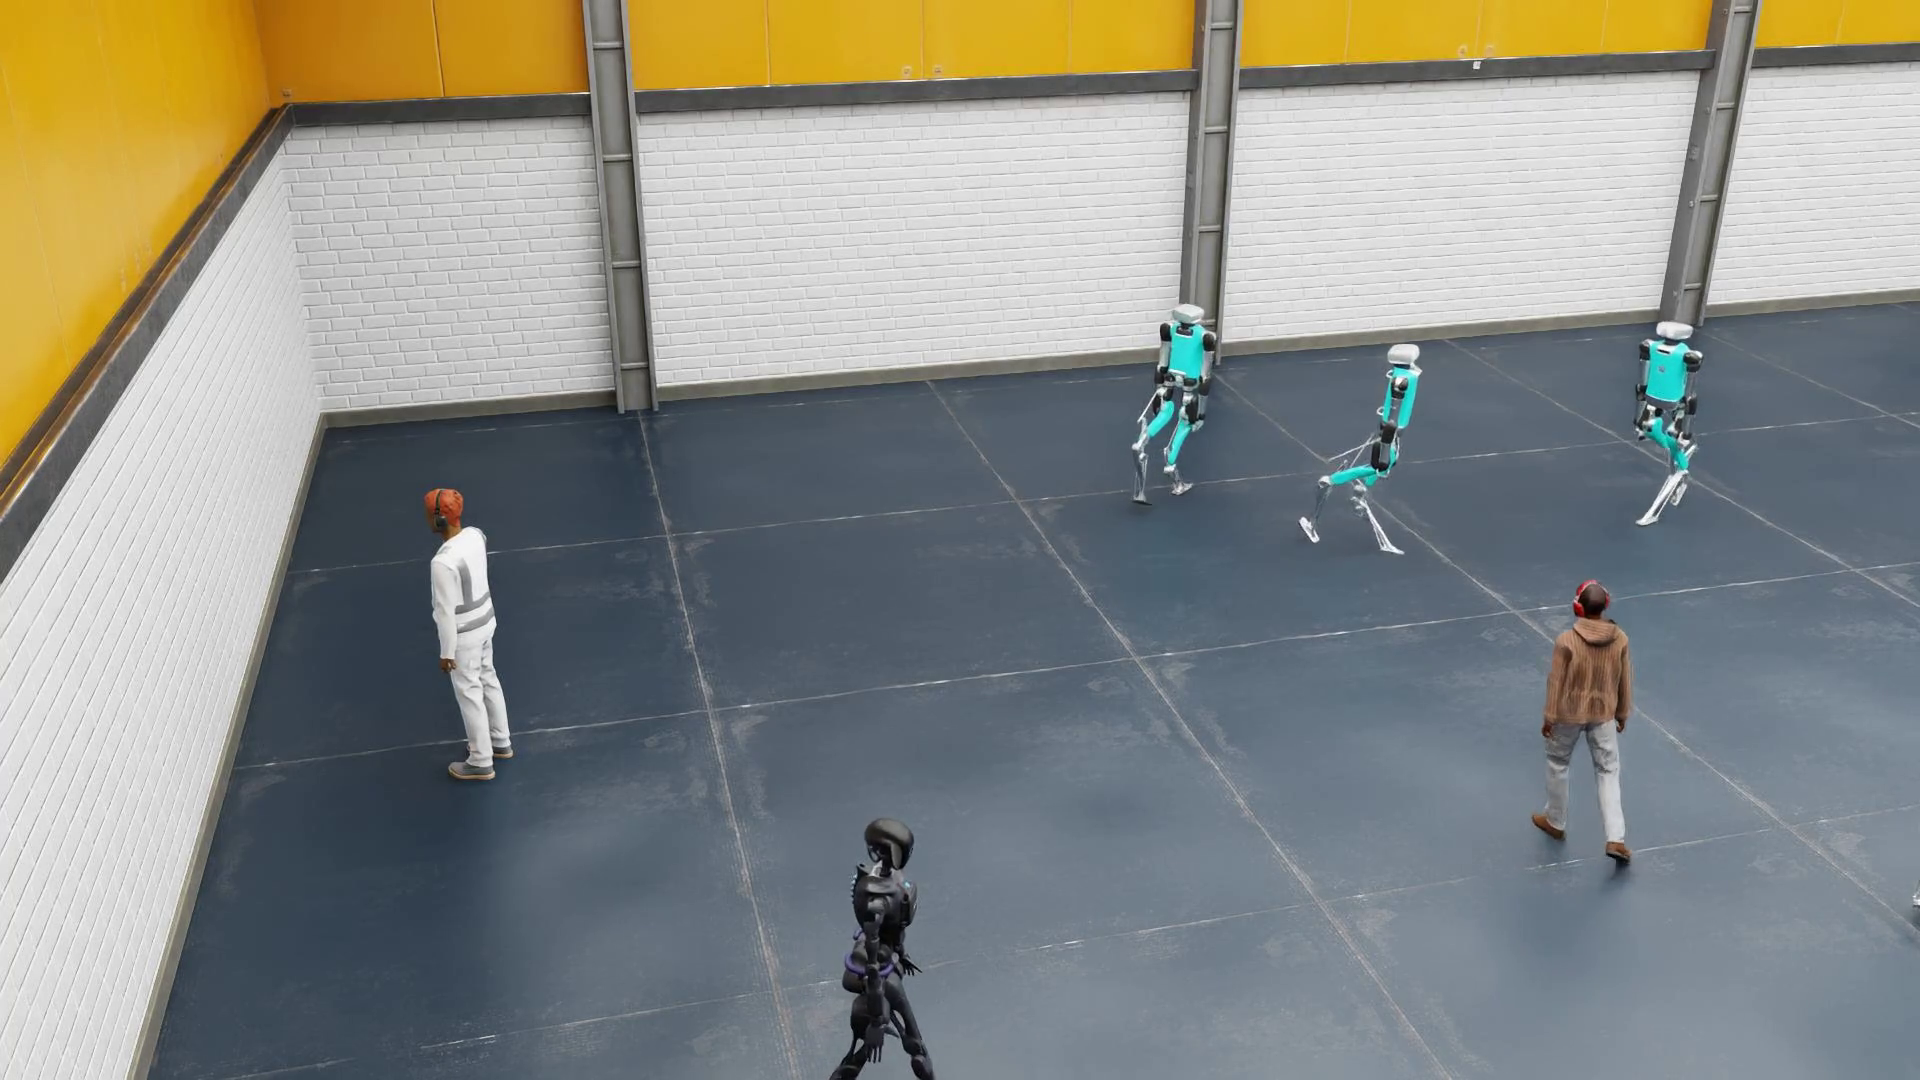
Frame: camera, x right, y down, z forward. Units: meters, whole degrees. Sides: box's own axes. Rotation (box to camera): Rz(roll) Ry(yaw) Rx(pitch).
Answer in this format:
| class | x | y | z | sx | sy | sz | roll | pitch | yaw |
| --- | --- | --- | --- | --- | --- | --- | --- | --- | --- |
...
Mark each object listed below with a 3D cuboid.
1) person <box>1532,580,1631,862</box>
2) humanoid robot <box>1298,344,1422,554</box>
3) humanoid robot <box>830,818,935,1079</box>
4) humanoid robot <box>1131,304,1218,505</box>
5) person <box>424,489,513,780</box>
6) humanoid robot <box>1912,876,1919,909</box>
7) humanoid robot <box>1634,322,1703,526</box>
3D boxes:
| class | x | y | z | sx | sy | sz | roll | pitch | yaw |
| --- | --- | --- | --- | --- | --- | --- | --- | --- | --- |
| person | 3.531 | 1.040 | 9.316 | 0.492 | 1.625 | 0.589 | -1 | 24 | -1 |
| humanoid robot | 3.119 | -0.732 | 13.247 | 0.985 | 1.775 | 0.532 | 10 | 26 | 22 |
| humanoid robot | -0.337 | 1.928 | 7.302 | 0.810 | 1.618 | 0.613 | 3 | 24 | 7 |
| humanoid robot | 1.718 | -1.045 | 13.981 | 0.536 | 1.768 | 1.030 | 17 | 29 | 34 |
| person | -2.996 | 0.566 | 10.087 | 0.352 | 1.878 | 0.565 | 2 | 24 | 5 |
| humanoid robot | 5.413 | 1.249 | 8.768 | 1.034 | 1.774 | 0.539 | -20 | 31 | -38 |
| humanoid robot | 6.006 | -0.997 | 13.830 | 0.949 | 1.780 | 0.545 | -16 | 28 | -32 |
